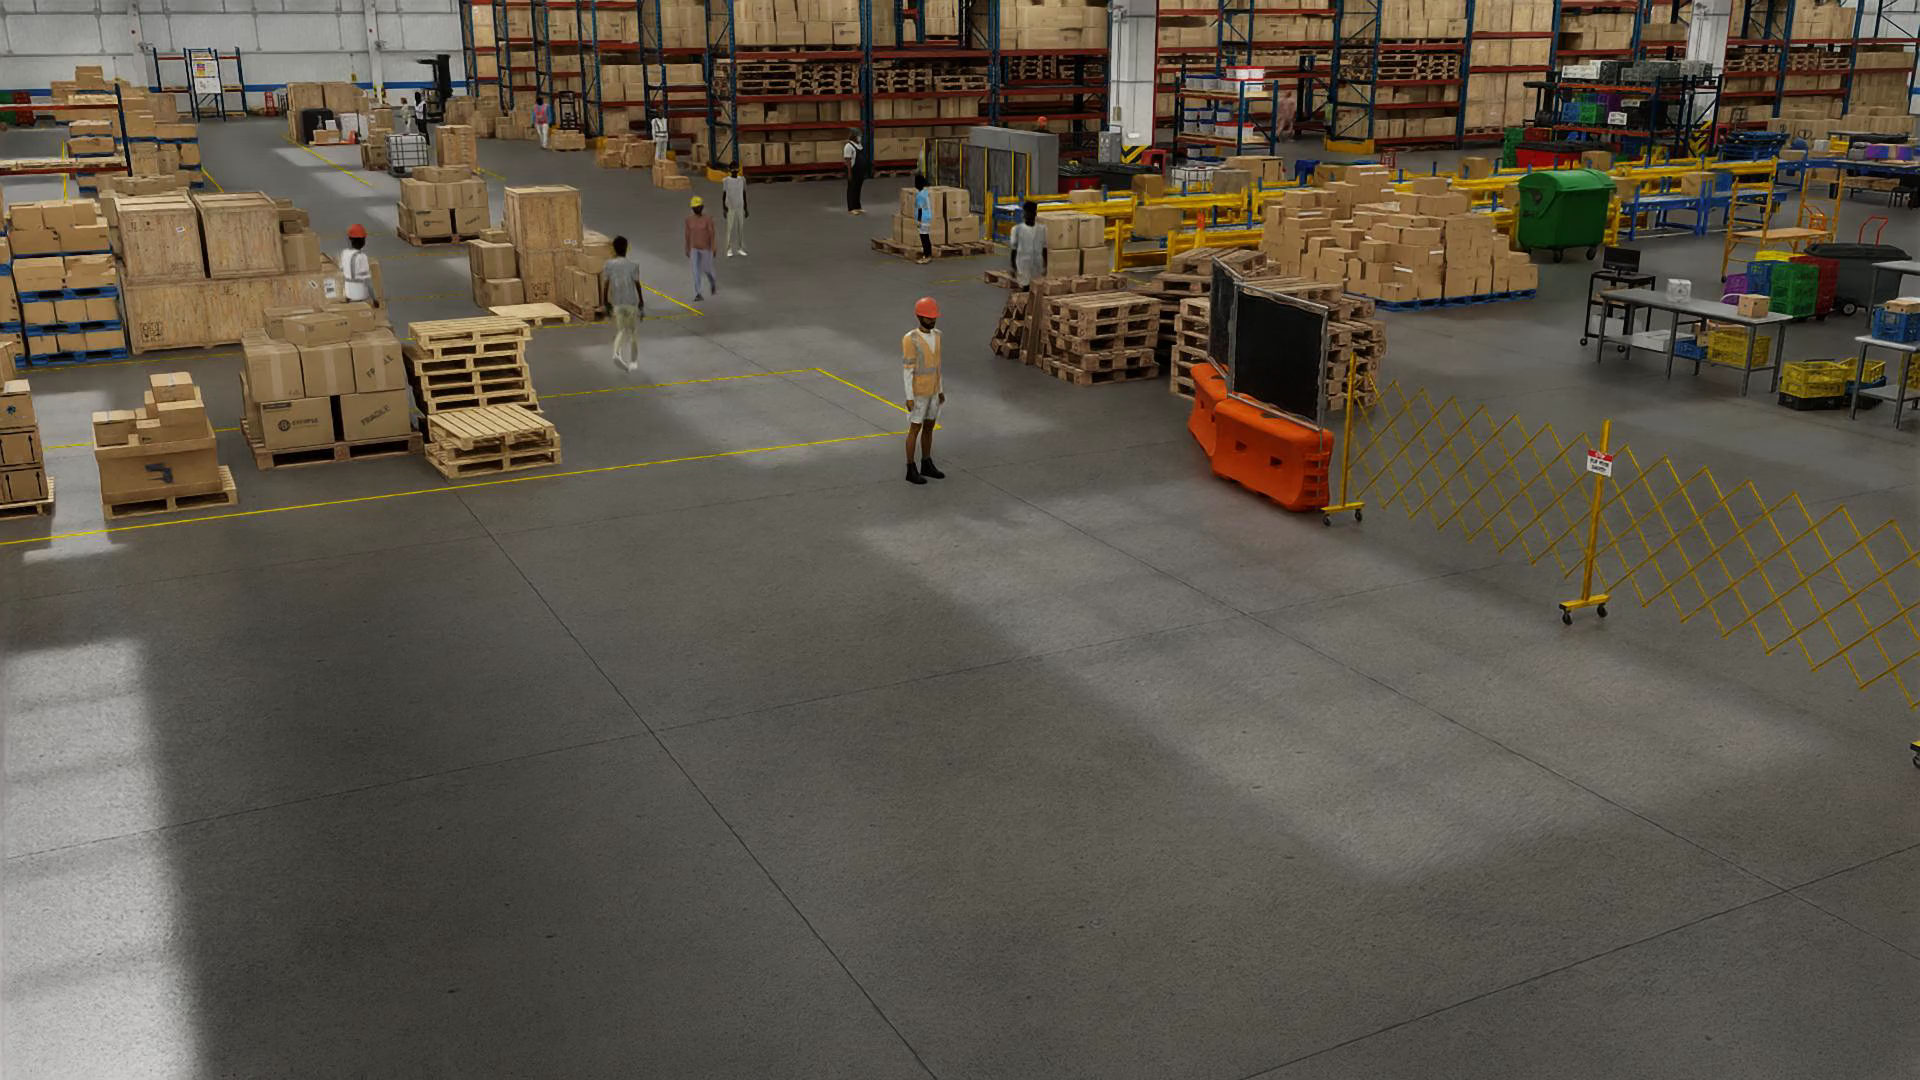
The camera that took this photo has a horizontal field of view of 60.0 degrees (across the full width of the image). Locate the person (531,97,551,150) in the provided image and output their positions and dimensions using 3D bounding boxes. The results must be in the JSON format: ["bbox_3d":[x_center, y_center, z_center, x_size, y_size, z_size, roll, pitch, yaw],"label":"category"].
[{"bbox_3d":[-14.483,-14.398,57.484,0.657,1.790,0.965,1,18,3],"label":"person"}]

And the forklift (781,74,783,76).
[{"bbox_3d":[-5.246,-12.624,50.191,1.873,2.768,1.129,-9,20,-26],"label":"forklift"}]

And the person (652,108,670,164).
[{"bbox_3d":[-8.920,-11.927,49.622,0.337,1.882,0.584,14,22,37],"label":"person"}]

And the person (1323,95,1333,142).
[{"bbox_3d":[13.574,-15.461,60.970,0.481,1.680,0.550,-9,20,-26],"label":"person"}]

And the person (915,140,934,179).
[{"bbox_3d":[-0.847,-9.117,41.291,0.686,1.609,0.504,-11,21,-31],"label":"person"}]

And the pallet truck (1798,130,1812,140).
[{"bbox_3d":[25.526,-11.556,49.408,1.630,1.274,0.653,-9,20,-26],"label":"pallet truck"}]

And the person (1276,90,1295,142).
[{"bbox_3d":[11.906,-15.470,60.686,0.643,1.881,0.850,14,22,36],"label":"person"}]

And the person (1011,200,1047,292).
[{"bbox_3d":[1.047,-4.284,25.707,0.611,1.943,0.805,-7,19,-21],"label":"person"}]

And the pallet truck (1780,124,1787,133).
[{"bbox_3d":[25.206,-12.542,52.601,1.601,1.201,0.680,0,18,-2],"label":"pallet truck"}]

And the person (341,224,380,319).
[{"bbox_3d":[-8.246,-3.380,22.917,0.546,1.920,0.549,-15,23,-38],"label":"person"}]

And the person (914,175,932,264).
[{"bbox_3d":[-0.718,-6.147,31.923,0.323,1.690,0.536,3,18,9],"label":"person"}]

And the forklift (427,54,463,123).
[{"bbox_3d":[-21.812,-19.177,70.619,1.873,2.768,1.129,-9,20,-26],"label":"forklift"}]

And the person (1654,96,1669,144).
[{"bbox_3d":[25.348,-15.150,60.022,0.788,1.672,0.538,-11,21,-30],"label":"person"}]

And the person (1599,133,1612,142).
[{"bbox_3d":[21.529,-13.705,55.346,0.734,1.771,0.661,-2,18,-6],"label":"person"}]

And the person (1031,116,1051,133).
[{"bbox_3d":[2.143,-10.218,44.117,0.611,1.995,0.377,-6,19,-19],"label":"person"}]

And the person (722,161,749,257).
[{"bbox_3d":[-4.437,-6.545,32.885,0.526,1.860,0.315,-8,20,-24],"label":"person"}]

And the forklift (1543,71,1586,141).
[{"bbox_3d":[18.685,-13.231,52.085,1.873,2.768,1.129,-9,20,-26],"label":"forklift"}]

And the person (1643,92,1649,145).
[{"bbox_3d":[23.918,-14.683,58.165,0.683,1.912,0.546,-9,20,-26],"label":"person"}]

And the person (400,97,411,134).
[{"bbox_3d":[-19.996,-15.146,60.070,0.315,1.629,0.509,-9,20,-25],"label":"person"}]

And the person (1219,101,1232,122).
[{"bbox_3d":[9.562,-15.283,60.532,0.524,1.589,0.816,-10,20,-29],"label":"person"}]

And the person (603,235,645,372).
[{"bbox_3d":[-4.528,-3.152,22.354,0.549,1.840,0.734,-1,18,-4],"label":"person"}]

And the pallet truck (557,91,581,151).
[{"bbox_3d":[-13.495,-14.412,57.188,0.823,1.965,1.885,-3,18,-9],"label":"pallet truck"}]

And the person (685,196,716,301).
[{"bbox_3d":[-4.354,-4.913,27.968,0.538,1.748,0.491,4,18,11],"label":"person"}]

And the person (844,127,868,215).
[{"bbox_3d":[-2.437,-8.769,39.525,0.536,2.000,0.682,9,20,25],"label":"person"}]

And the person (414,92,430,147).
[{"bbox_3d":[-18.919,-14.765,58.438,0.589,1.909,0.386,12,22,34],"label":"person"}]

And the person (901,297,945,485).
[{"bbox_3d":[-0.346,-1.548,17.180,0.375,1.935,0.550,15,23,38],"label":"person"}]
